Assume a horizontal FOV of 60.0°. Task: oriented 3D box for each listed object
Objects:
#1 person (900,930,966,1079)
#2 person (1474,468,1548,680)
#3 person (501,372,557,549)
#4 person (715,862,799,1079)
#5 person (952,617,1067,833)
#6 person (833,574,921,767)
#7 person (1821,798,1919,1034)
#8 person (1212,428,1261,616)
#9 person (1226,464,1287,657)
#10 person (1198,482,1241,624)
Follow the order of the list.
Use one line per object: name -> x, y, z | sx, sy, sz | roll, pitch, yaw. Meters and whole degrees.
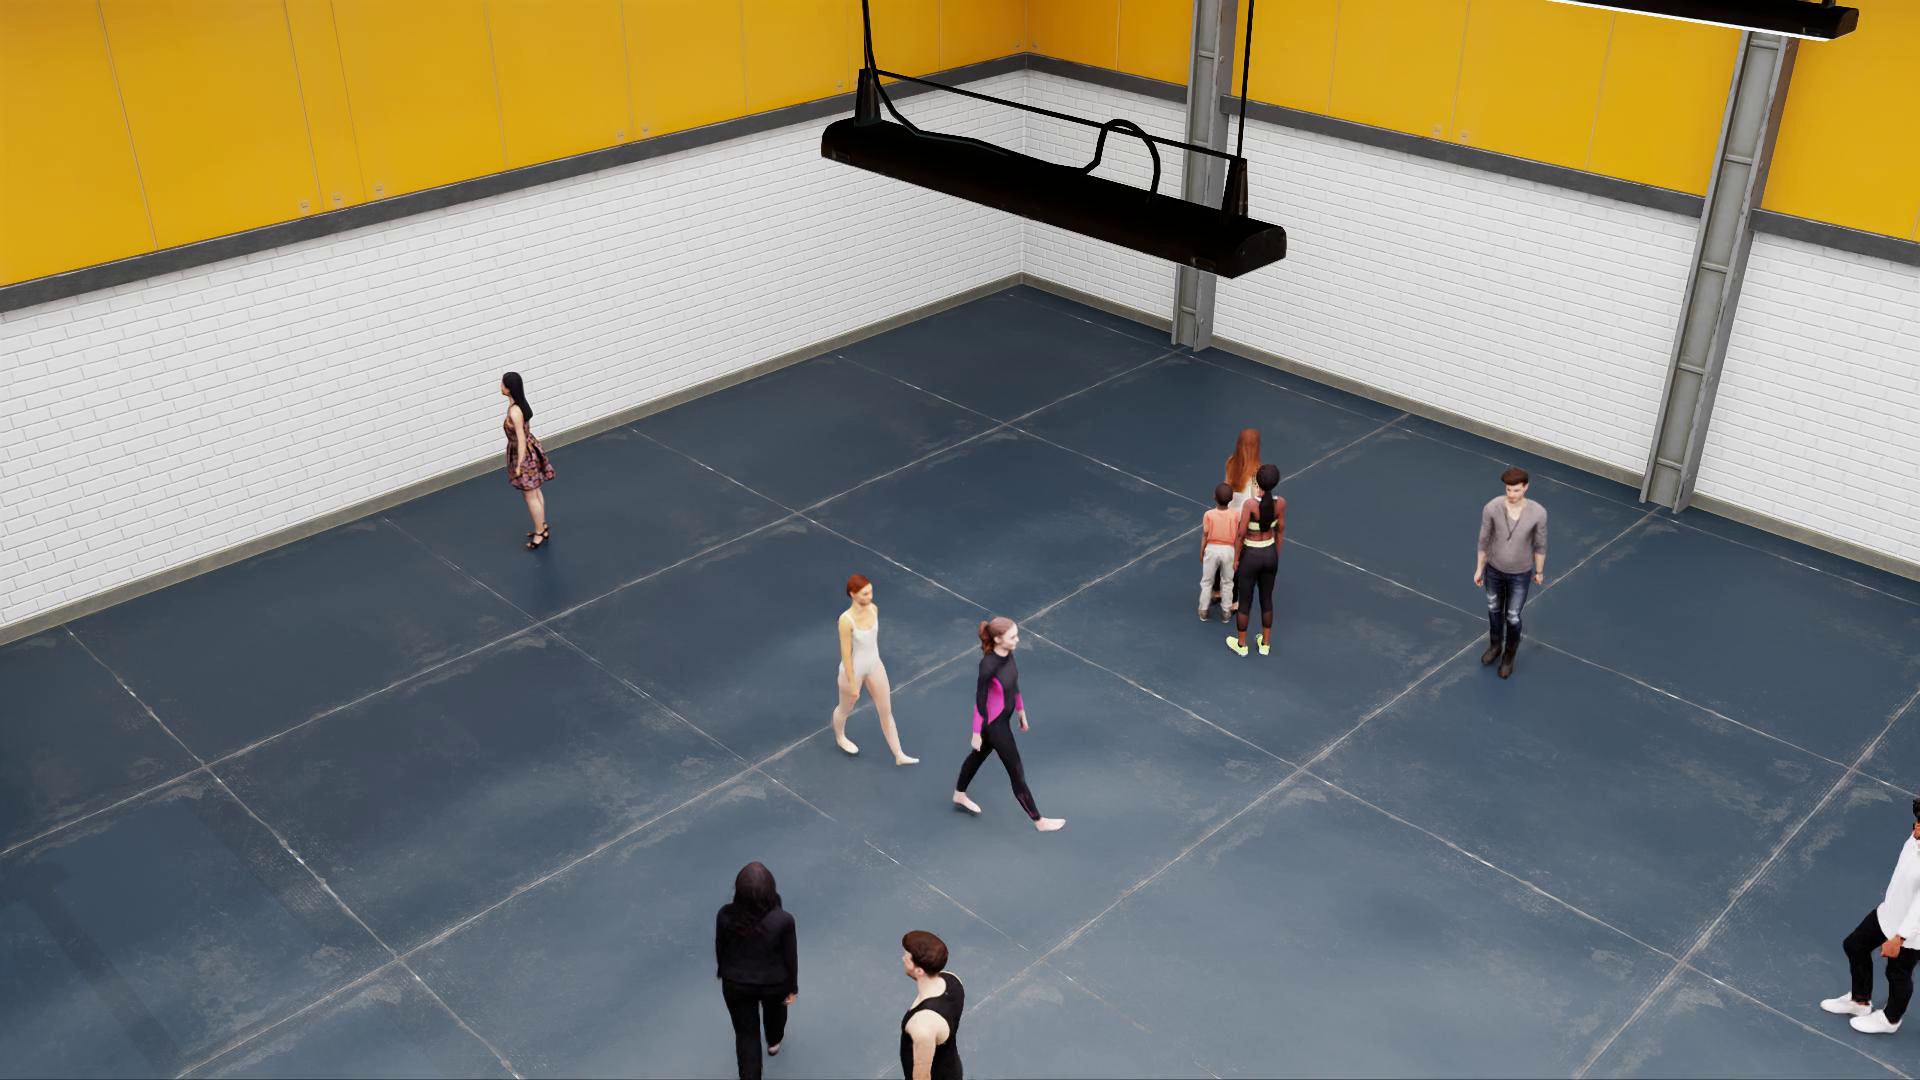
person -> -0.088, 2.873, 8.805 | 0.828, 1.879, 0.820 | 8, 30, 15
person -> 4.544, 0.205, 13.700 | 0.739, 1.875, 0.830 | 14, 32, 24
person -> -4.081, -0.749, 15.555 | 0.865, 1.773, 0.794 | -3, 29, -6
person -> -1.183, 2.609, 9.597 | 1.075, 1.584, 1.173 | -2, 29, -3
person -> 0.182, 1.298, 11.877 | 1.214, 1.701, 0.844 | 13, 31, 23
person -> -0.818, 0.969, 12.579 | 1.000, 1.607, 0.596 | 23, 36, 36
person -> 5.766, 2.278, 9.984 | 0.832, 1.794, 0.786 | 5, 29, 9
person -> 2.432, -0.166, 14.545 | 0.687, 1.716, 0.539 | -18, 33, -29
person -> 2.494, 0.171, 13.887 | 0.667, 1.755, 0.691 | -9, 30, -15
person -> 2.264, 0.108, 14.471 | 0.532, 1.306, 0.604 | 3, 29, 6
